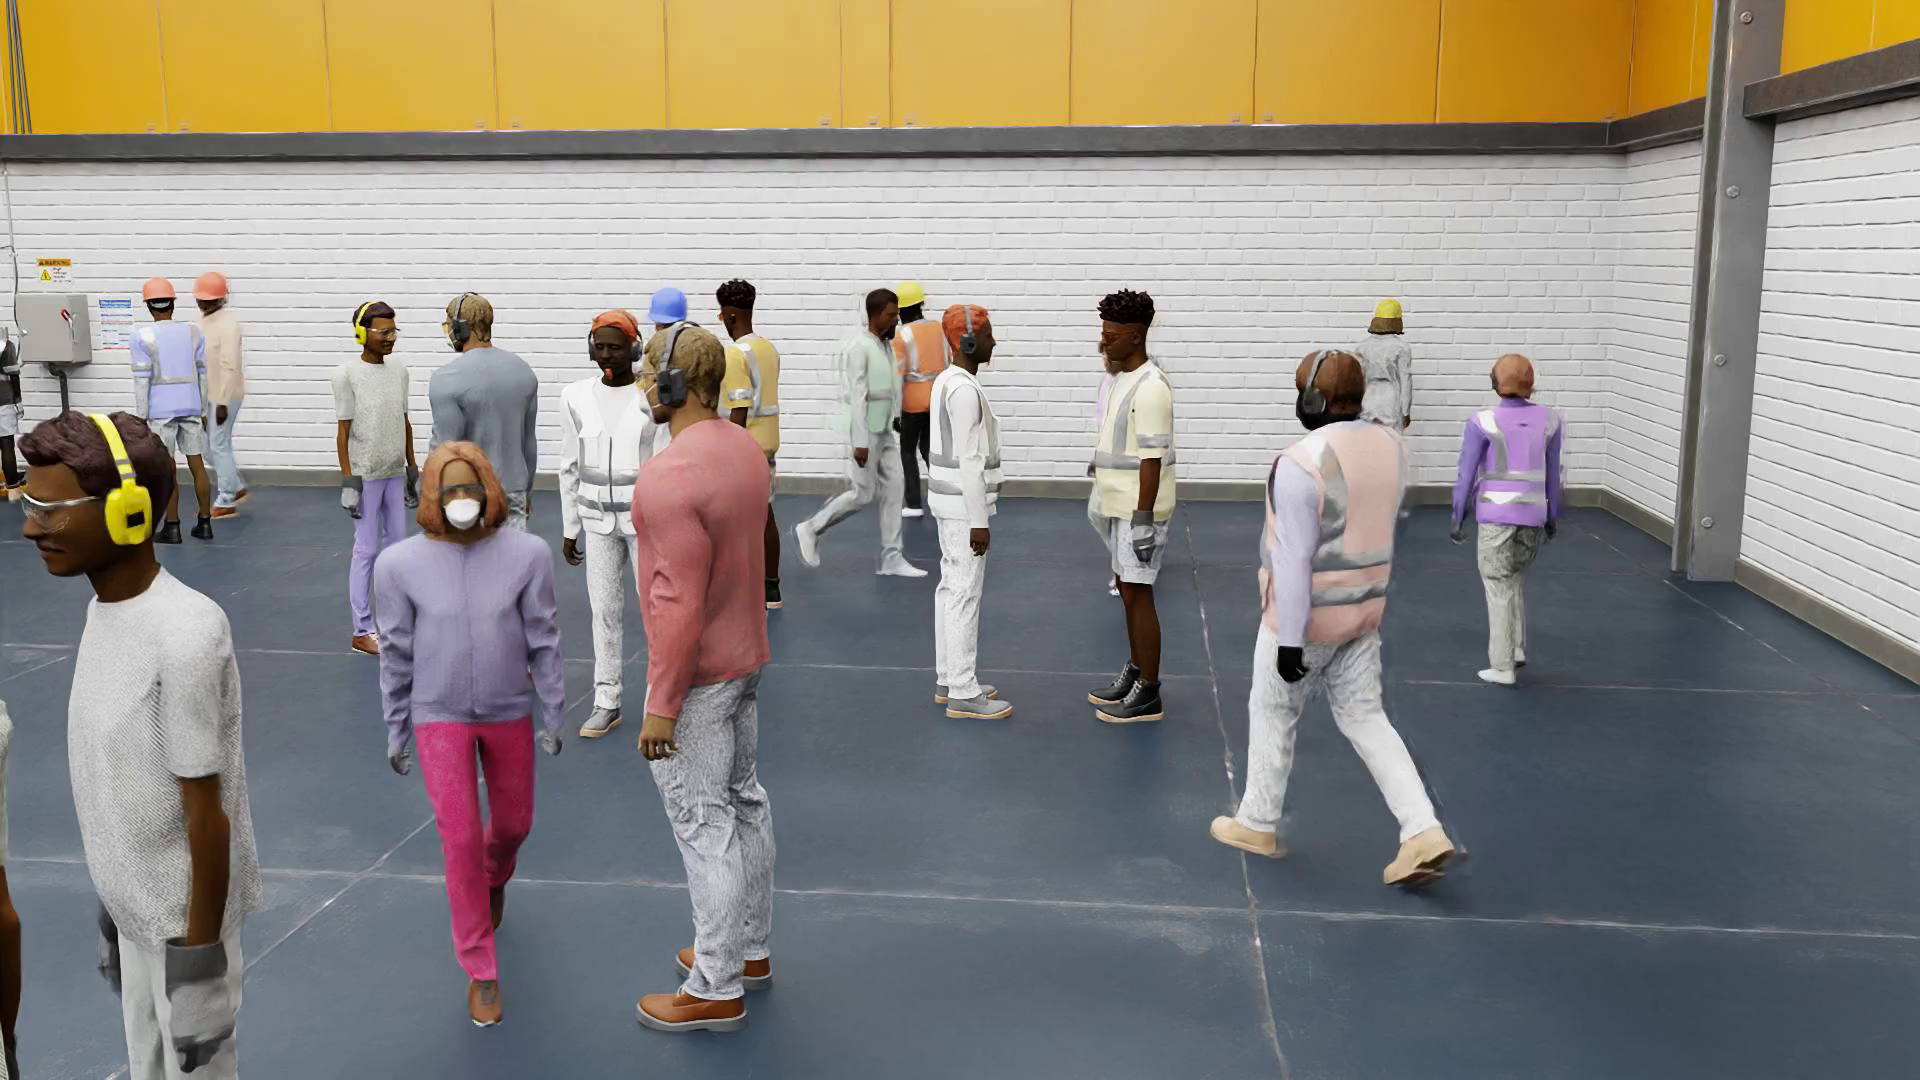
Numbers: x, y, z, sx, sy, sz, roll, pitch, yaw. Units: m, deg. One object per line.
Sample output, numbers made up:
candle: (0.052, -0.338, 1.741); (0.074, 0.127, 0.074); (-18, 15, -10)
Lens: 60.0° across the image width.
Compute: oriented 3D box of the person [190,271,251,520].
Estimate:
person: (-5.841, -1.129, 13.107); (0.659, 1.964, 0.455); (9, 14, 43)

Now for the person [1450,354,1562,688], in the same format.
person: (2.654, -0.100, 8.153); (0.540, 1.618, 0.463); (-3, 10, -15)

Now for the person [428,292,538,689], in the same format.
person: (-2.245, -0.200, 7.879); (0.357, 1.932, 0.630); (6, 11, 30)

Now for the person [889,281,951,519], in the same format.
person: (-0.321, -1.087, 13.074); (0.617, 1.884, 0.475); (-7, 12, -37)

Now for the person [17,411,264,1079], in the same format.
person: (-1.414, 0.697, 2.946); (0.325, 1.862, 0.511); (-9, 14, -43)

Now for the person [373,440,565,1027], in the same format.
person: (-1.404, 0.500, 4.783); (0.504, 1.608, 0.704); (-5, 11, -24)

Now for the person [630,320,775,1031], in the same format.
person: (-0.706, 0.374, 4.559); (0.354, 1.938, 0.636); (2, 10, 13)

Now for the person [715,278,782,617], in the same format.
person: (-1.240, -0.526, 9.651); (0.369, 1.958, 0.613); (3, 10, 14)

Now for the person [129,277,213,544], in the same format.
person: (-5.735, -0.936, 12.083); (0.376, 1.932, 0.543); (8, 13, 39)

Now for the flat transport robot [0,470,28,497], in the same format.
flat transport robot: (-8.806, -0.470, 14.164); (1.431, 0.197, 0.652); (0, 10, 0)

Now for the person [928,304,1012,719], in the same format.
person: (0.034, -0.130, 7.607); (0.355, 1.883, 0.576); (-2, 10, -10)

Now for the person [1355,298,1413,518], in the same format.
person: (3.368, -1.040, 13.217); (0.487, 1.744, 0.297); (8, 13, 40)

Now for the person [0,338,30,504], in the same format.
person: (-8.123, -1.141, 13.927); (0.542, 1.695, 0.316); (-1, 10, -8)

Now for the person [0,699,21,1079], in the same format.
person: (-1.443, 0.819, 2.207); (0.327, 1.874, 0.520); (1, 10, 8)

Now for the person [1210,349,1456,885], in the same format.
person: (1.286, 0.259, 5.618); (0.634, 1.808, 0.900); (-8, 13, -38)

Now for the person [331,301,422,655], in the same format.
person: (-3.061, -0.323, 8.787); (0.326, 1.862, 0.508); (5, 11, 27)

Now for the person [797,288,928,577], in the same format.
person: (-0.644, -0.695, 10.842); (0.820, 1.888, 0.621); (3, 10, 19)

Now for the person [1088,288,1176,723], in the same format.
person: (0.783, -0.152, 7.534); (0.374, 1.958, 0.606); (-1, 10, -5)

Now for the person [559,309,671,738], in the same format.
person: (-1.458, -0.057, 7.227); (0.579, 1.876, 0.352); (2, 10, 9)
